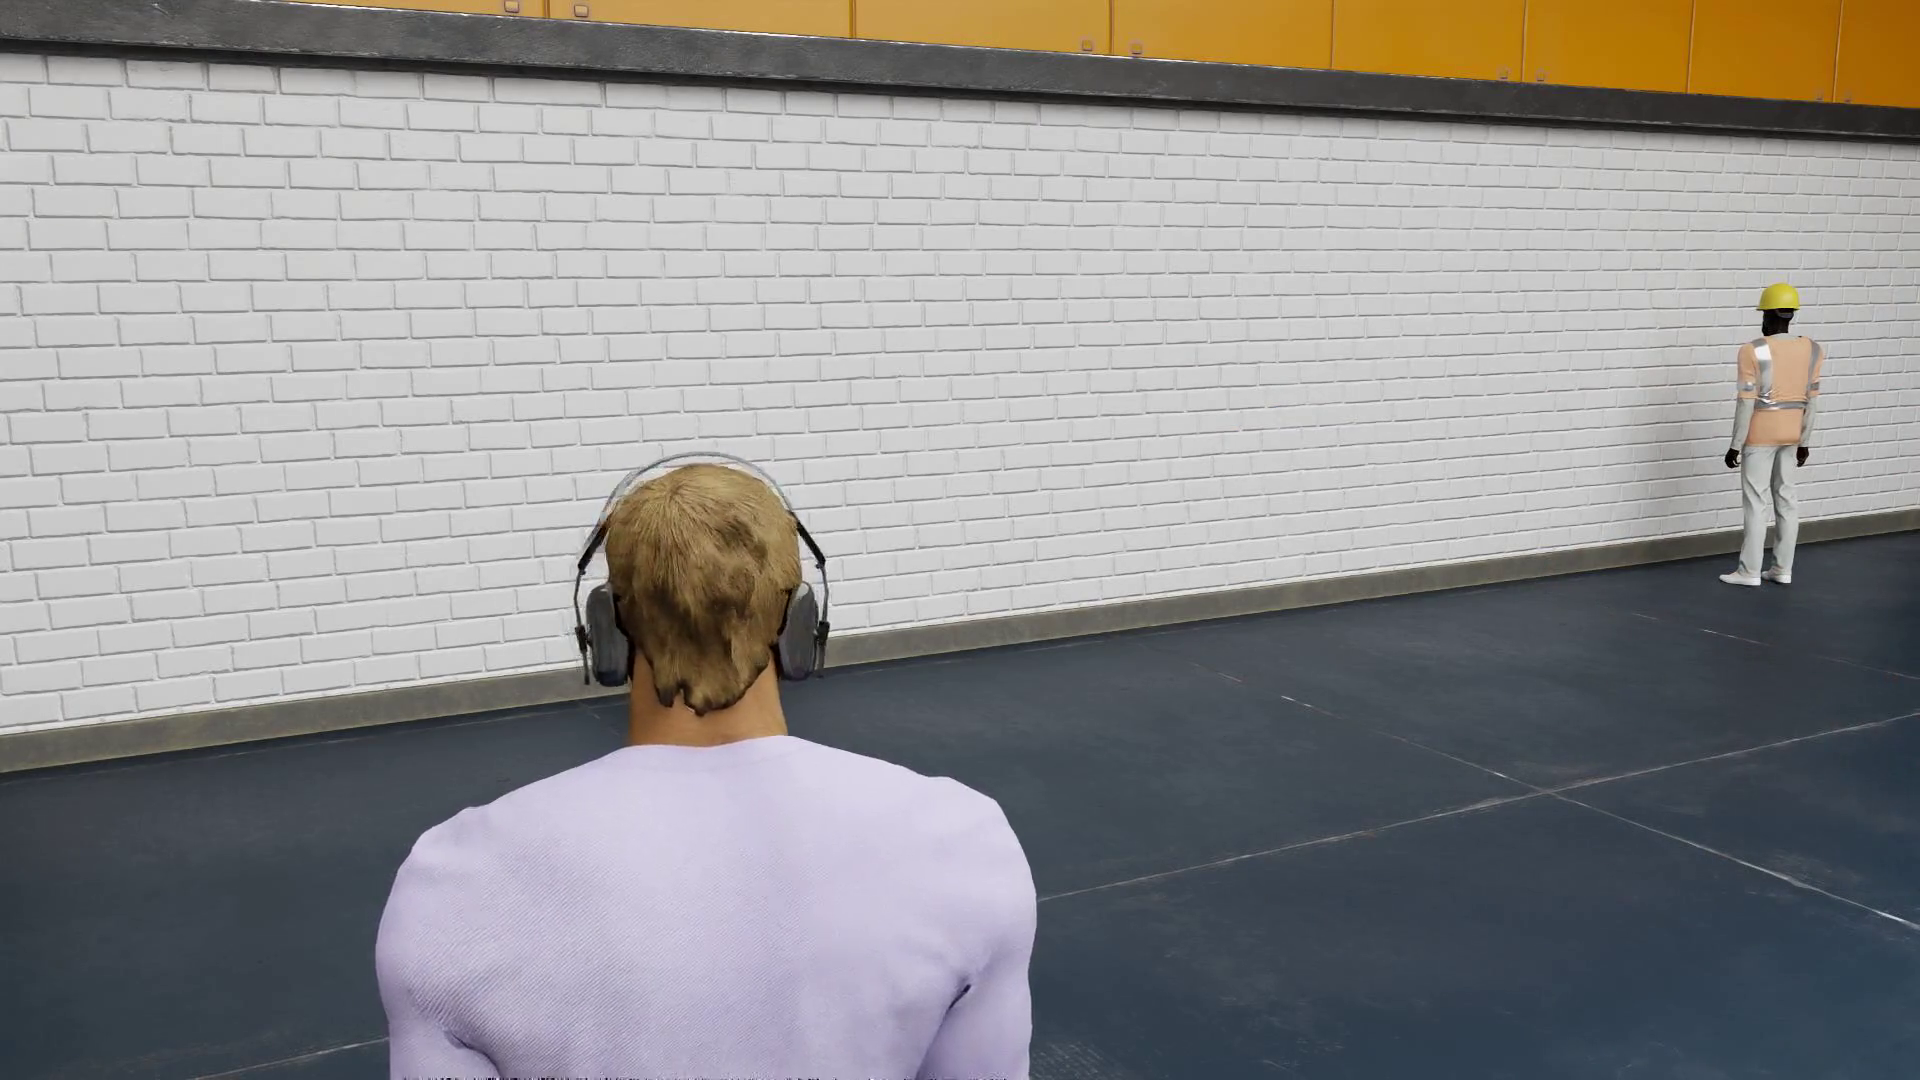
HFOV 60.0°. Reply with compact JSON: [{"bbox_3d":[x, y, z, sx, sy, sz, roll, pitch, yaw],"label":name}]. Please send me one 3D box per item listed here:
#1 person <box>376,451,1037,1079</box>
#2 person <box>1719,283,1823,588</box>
[{"bbox_3d":[-0.230,0.878,1.702,0.631,1.938,0.358,-2,10,-10],"label":"person"},{"bbox_3d":[5.125,-0.655,10.537,0.594,1.926,0.367,-3,10,-14],"label":"person"}]
